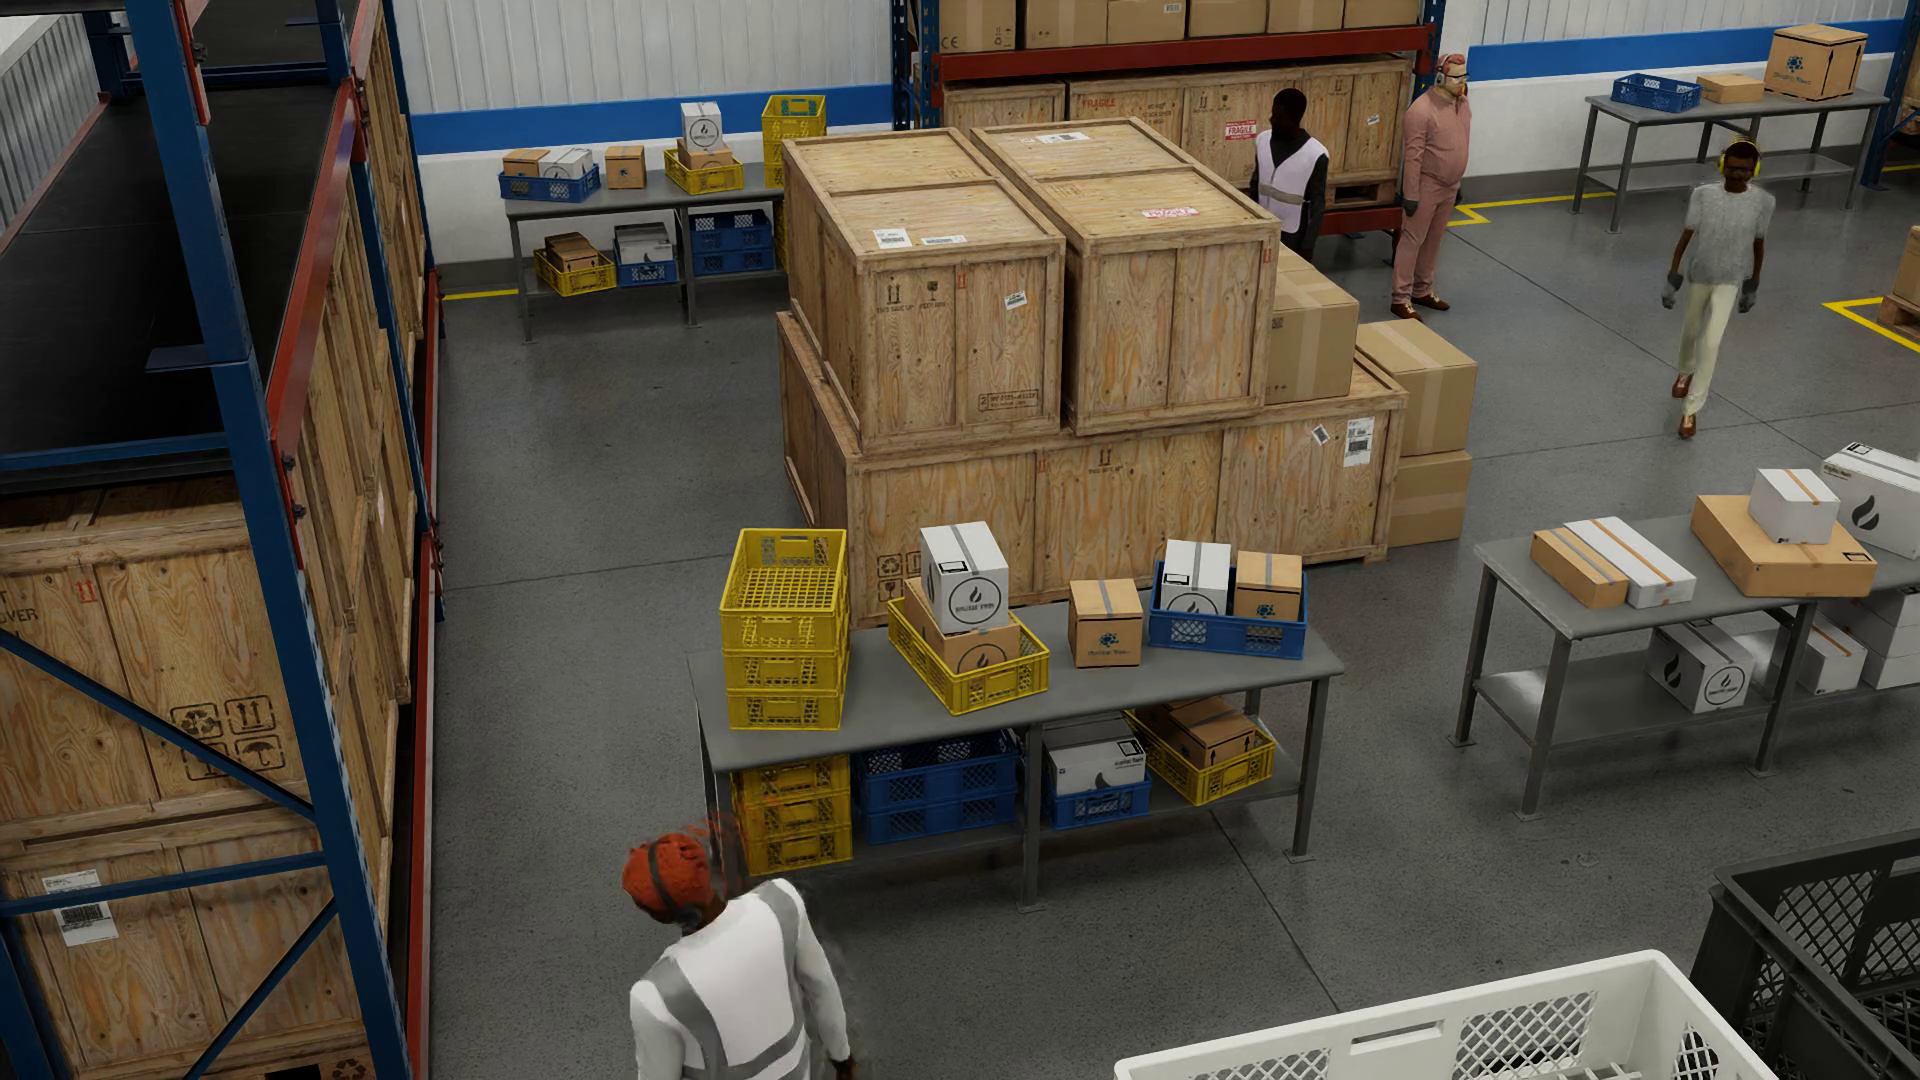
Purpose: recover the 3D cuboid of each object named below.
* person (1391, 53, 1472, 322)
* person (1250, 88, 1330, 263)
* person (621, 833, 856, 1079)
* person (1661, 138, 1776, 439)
[{"bbox_3d":[3.438,-2.551,12.036,0.641,1.909,0.409,-23,36,-36],"label":"person"},{"bbox_3d":[2.174,-2.079,11.170,0.395,1.917,0.590,-22,36,-34],"label":"person"},{"bbox_3d":[-0.555,1.535,4.686,0.740,1.857,0.355,-24,37,-37],"label":"person"},{"bbox_3d":[4.741,-1.636,10.481,0.544,1.814,0.989,17,33,28],"label":"person"}]
